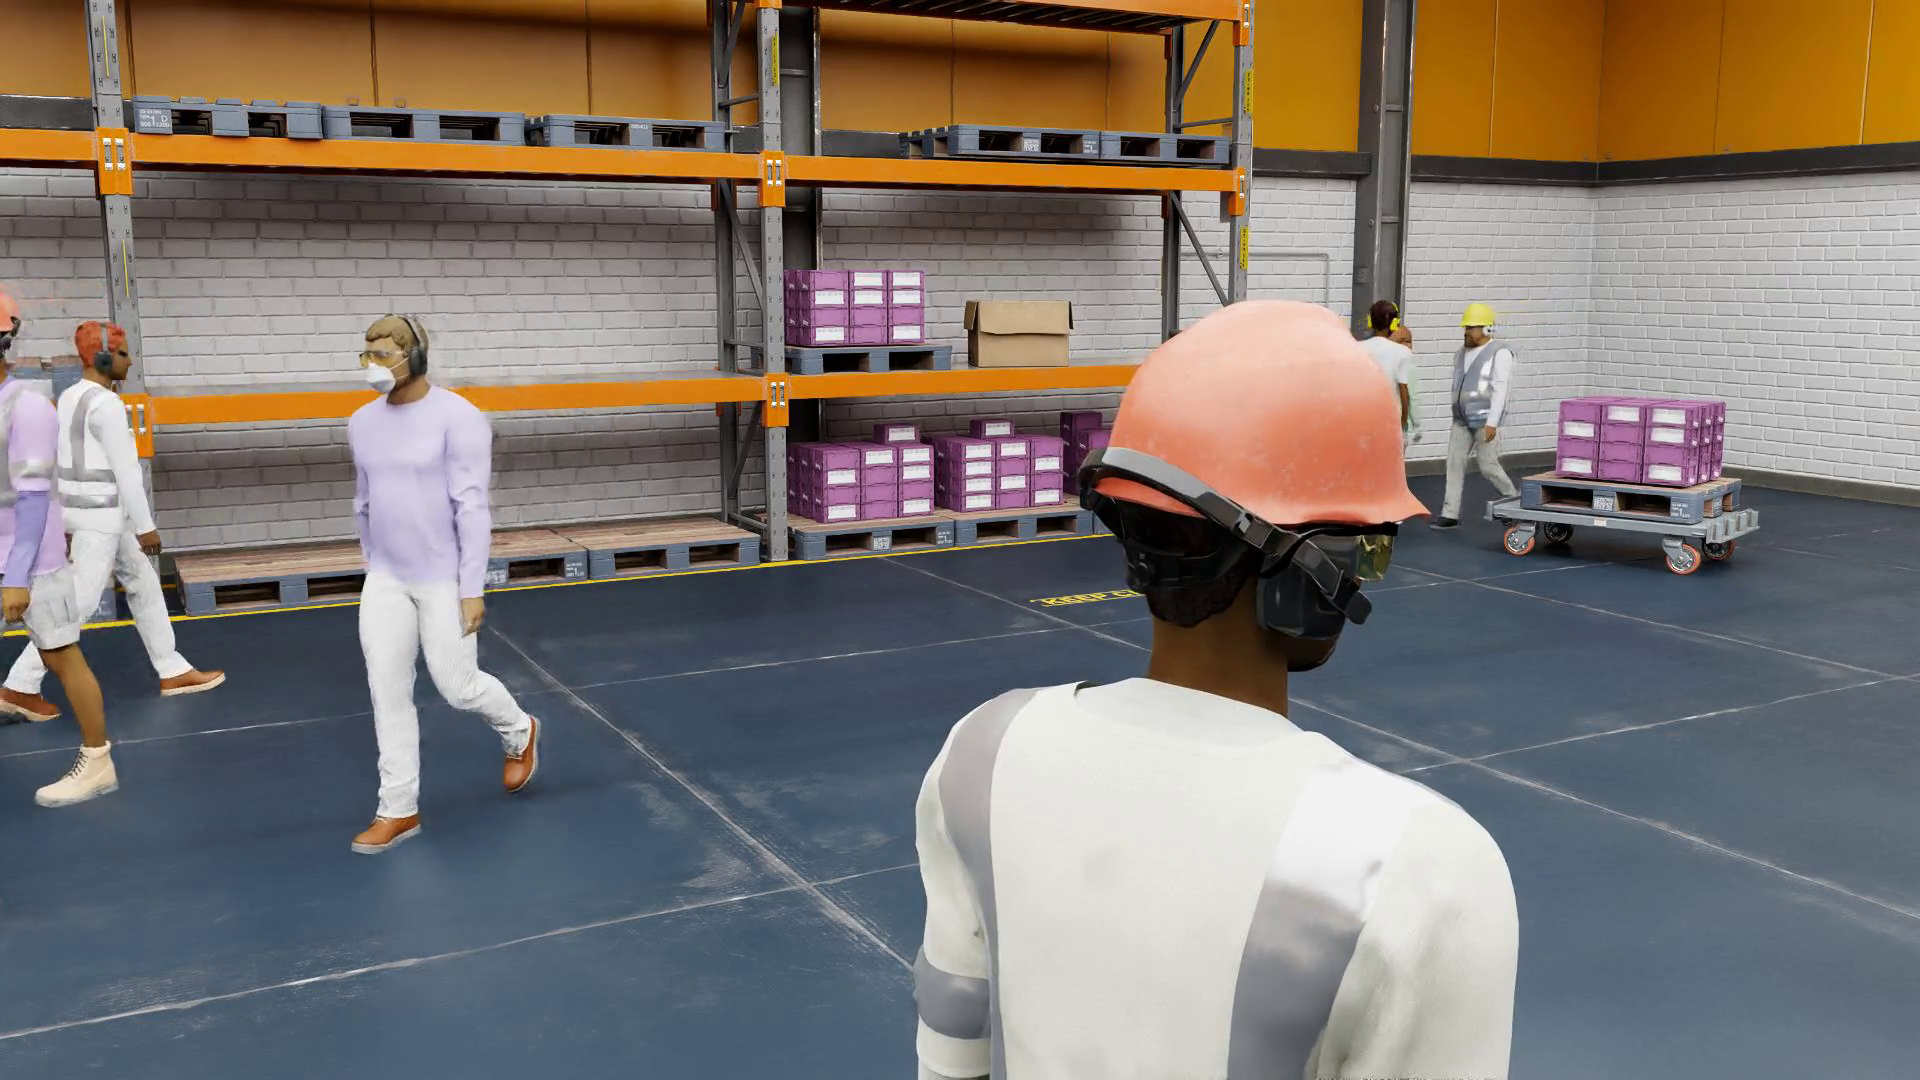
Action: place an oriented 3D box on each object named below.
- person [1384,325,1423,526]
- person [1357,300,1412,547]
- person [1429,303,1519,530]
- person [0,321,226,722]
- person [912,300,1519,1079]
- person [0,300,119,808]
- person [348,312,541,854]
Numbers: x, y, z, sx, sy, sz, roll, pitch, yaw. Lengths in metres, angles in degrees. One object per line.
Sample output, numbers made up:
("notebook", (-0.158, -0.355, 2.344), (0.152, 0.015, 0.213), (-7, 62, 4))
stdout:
("person", (3.453, -0.909, 13.309), (0.361, 1.613, 0.526), (-6, 11, -33))
("person", (3.013, -0.827, 12.156), (0.521, 1.836, 0.619), (4, 10, 25))
("person", (4.126, -0.969, 13.128), (0.769, 1.804, 0.595), (-5, 11, -29))
("person", (-4.026, -0.096, 7.713), (1.016, 1.837, 0.556), (-7, 12, -38))
("person", (0.242, 0.802, 1.582), (0.615, 2.040, 0.391), (9, 13, 43))
("person", (-3.612, 0.081, 6.104), (0.639, 1.995, 1.002), (5, 11, 30))
("person", (-1.909, 0.126, 6.083), (0.631, 1.918, 0.790), (4, 10, 22))
